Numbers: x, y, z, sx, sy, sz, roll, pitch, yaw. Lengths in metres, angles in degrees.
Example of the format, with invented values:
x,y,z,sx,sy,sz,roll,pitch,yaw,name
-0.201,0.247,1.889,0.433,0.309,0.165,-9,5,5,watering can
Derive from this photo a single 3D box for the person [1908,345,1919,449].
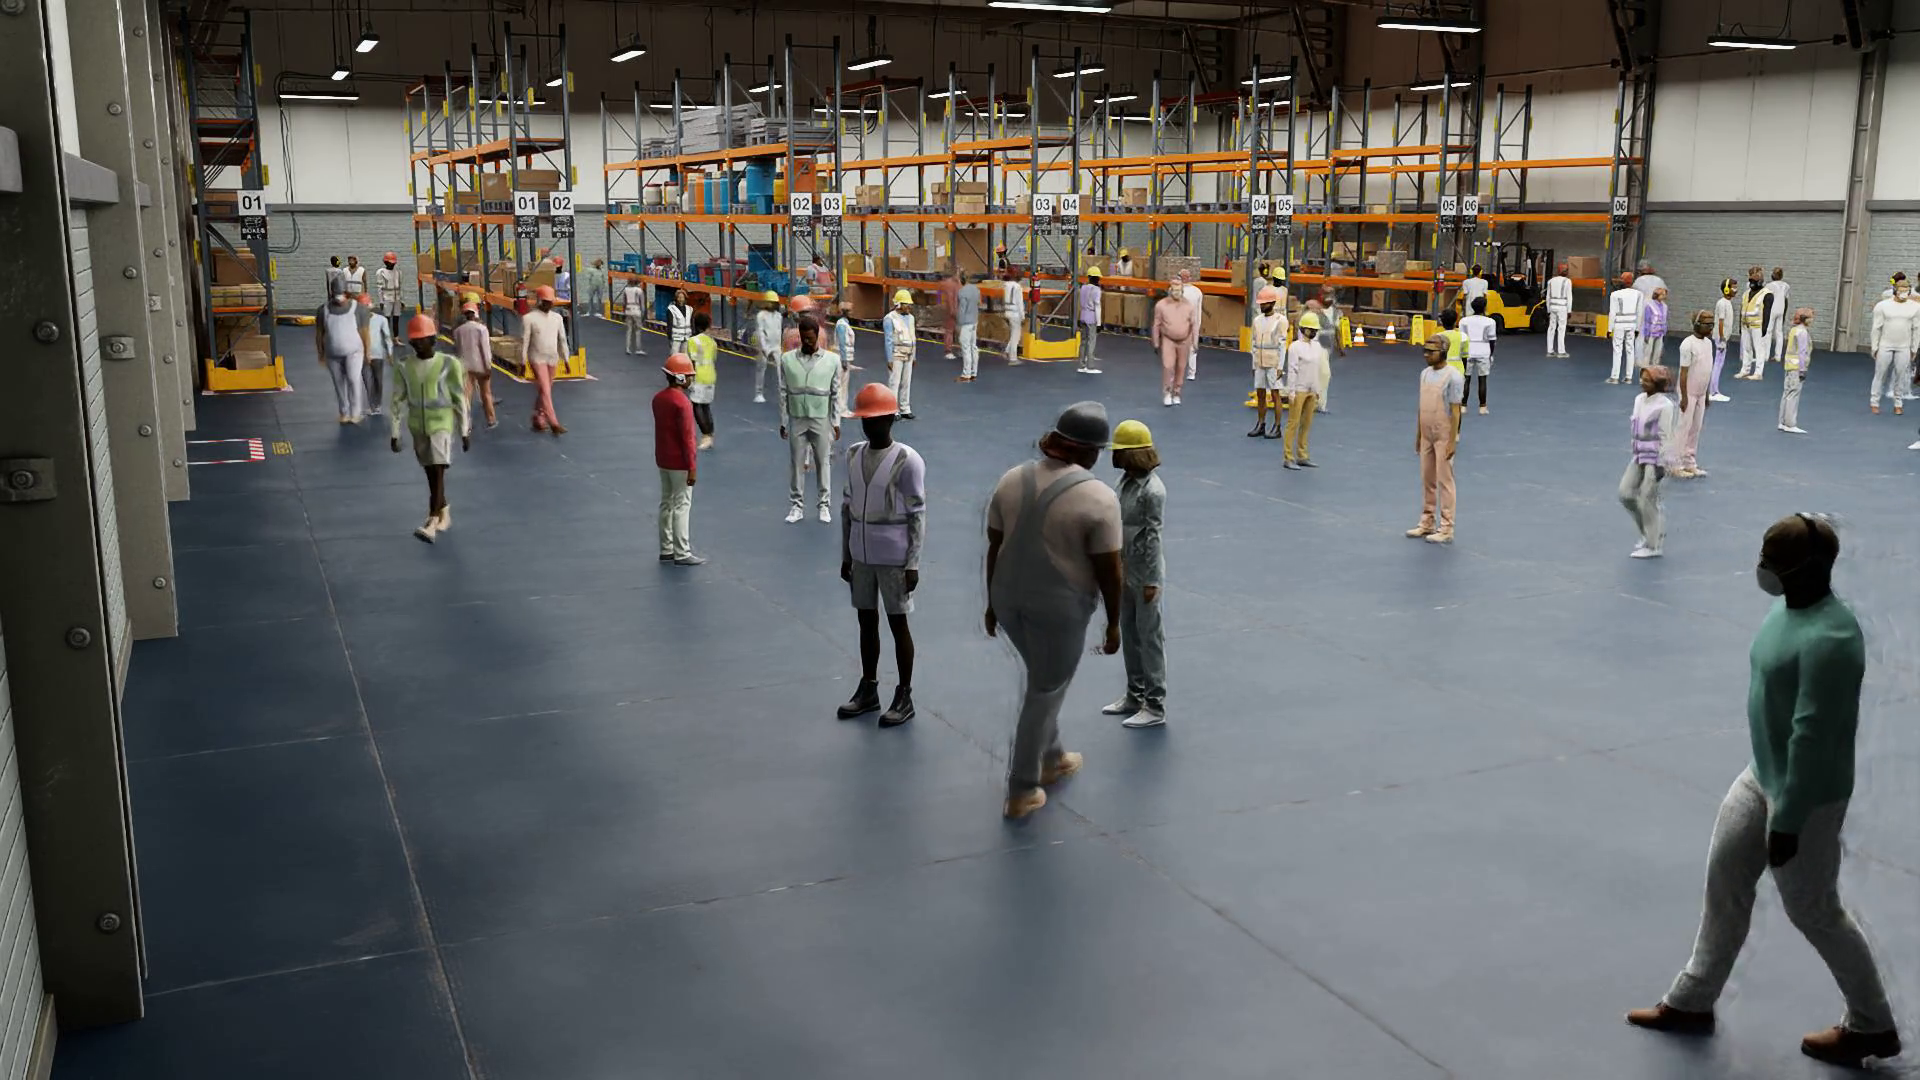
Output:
x,y,z,sx,sy,sz,roll,pitch,yaw,name
11.851,-2.017,20.120,0.397,1.911,0.588,-5,12,-22,person

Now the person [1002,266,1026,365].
x,y,z,sx,sy,sz,roll,pitch,yaw,name
1.067,-4.256,31.603,0.417,1.867,0.606,-4,12,-21,person

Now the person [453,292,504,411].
x,y,z,sx,sy,sz,roll,pitch,yaw,name
-7.067,-2.743,24.290,0.900,1.716,0.519,-10,15,-41,person

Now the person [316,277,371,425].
x,y,z,sx,sy,sz,roll,pitch,yaw,name
-8.388,-2.558,22.532,0.694,2.000,0.888,-1,11,-6,person

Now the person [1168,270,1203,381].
x,y,z,sx,sy,sz,roll,pitch,yaw,name
3.832,-3.683,28.594,0.639,1.909,0.409,-4,12,-18,person

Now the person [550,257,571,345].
x,y,z,sx,sy,sz,roll,pitch,yaw,name
-8.722,-5.195,36.221,0.542,1.927,0.374,-1,11,-7,person

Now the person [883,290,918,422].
x,y,z,sx,sy,sz,roll,pitch,yaw,name
-0.809,-2.538,22.986,0.403,1.824,0.594,8,14,36,person

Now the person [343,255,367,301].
x,y,z,sx,sy,sz,roll,pitch,yaw,name
-14.790,-6.037,40.706,0.569,1.843,0.374,1,11,3,person

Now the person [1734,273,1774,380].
x,y,z,sx,sy,sz,roll,pitch,yaw,name
13.774,-3.702,28.880,0.429,1.838,0.623,-4,12,-21,person

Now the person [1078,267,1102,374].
x,y,z,sx,sy,sz,roll,pitch,yaw,name
2.371,-3.957,29.973,0.402,1.917,0.583,-6,13,-29,person

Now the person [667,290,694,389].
x,y,z,sx,sy,sz,roll,pitch,yaw,name
-4.552,-3.259,27.122,0.315,1.636,0.515,11,16,44,person

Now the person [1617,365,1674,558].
x,y,z,sx,sy,sz,roll,pitch,yaw,name
5.739,-0.651,13.885,0.368,1.625,0.538,-1,11,-7,person

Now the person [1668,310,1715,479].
x,y,z,sx,sy,sz,roll,pitch,yaw,name
7.982,-1.580,18.098,0.501,1.839,0.341,-9,14,-38,person

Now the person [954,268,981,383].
x,y,z,sx,sy,sz,roll,pitch,yaw,name
0.113,-3.650,28.342,0.372,1.940,0.632,6,13,27,person

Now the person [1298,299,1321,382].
x,y,z,sx,sy,sz,roll,pitch,yaw,name
5.090,-2.650,24.021,0.512,1.640,0.311,-4,12,-18,person

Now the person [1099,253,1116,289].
x,y,z,sx,sy,sz,roll,pitch,yaw,name
3.983,-6.687,44.086,0.650,1.814,0.768,-8,14,-36,person

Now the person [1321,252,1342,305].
x,y,z,sx,sy,sz,roll,pitch,yaw,name
10.348,-7.107,46.279,0.599,1.798,0.882,-7,13,-31,person

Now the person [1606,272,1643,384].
x,y,z,sx,sy,sz,roll,pitch,yaw,name
11.219,-3.576,28.108,0.574,1.883,0.356,-1,11,-7,person

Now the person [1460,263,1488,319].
x,y,z,sx,sy,sz,roll,pitch,yaw,name
10.304,-4.604,33.367,0.536,1.869,0.314,1,11,6,person

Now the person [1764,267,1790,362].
x,y,z,sx,sy,sz,roll,pitch,yaw,name
15.777,-4.358,32.217,0.501,1.838,0.341,-2,11,-8,person

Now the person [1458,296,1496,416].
x,y,z,sx,sy,sz,roll,pitch,yaw,name
7.359,-2.624,23.742,0.536,1.696,0.321,5,12,26,person

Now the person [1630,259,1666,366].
x,y,z,sx,sy,sz,roll,pitch,yaw,name
12.924,-4.301,31.390,0.749,2.000,0.548,-2,11,-10,person

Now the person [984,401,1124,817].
x,y,z,sx,sy,sz,roll,pitch,yaw,name
0.500,0.284,8.088,0.687,2.000,0.892,10,15,42,person

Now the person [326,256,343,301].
x,y,z,sx,sy,sz,roll,pitch,yaw,name
-14.903,-5.856,39.762,0.510,1.861,0.327,4,12,19,person

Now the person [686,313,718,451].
x,y,z,sx,sy,sz,roll,pitch,yaw,name
-3.110,-1.936,20.344,0.471,1.660,0.628,5,12,25,person

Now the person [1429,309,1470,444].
x,y,z,sx,sy,sz,roll,pitch,yaw,name
6.086,-2.038,20.778,0.533,1.693,0.319,-1,11,-6,person

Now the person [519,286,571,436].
x,y,z,sx,sy,sz,roll,pitch,yaw,name
-5.400,-2.334,21.676,1.002,1.945,0.619,9,14,39,person

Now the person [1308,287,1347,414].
x,y,z,sx,sy,sz,roll,pitch,yaw,name
5.275,-2.727,23.964,0.554,1.812,0.655,-10,15,-41,person

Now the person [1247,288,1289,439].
x,y,z,sx,sy,sz,roll,pitch,yaw,name
3.931,-2.260,21.320,0.379,1.930,0.537,-9,14,-39,person

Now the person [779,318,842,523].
x,y,z,sx,sy,sz,roll,pitch,yaw,name
-1.396,-1.117,15.534,0.587,1.914,0.392,1,11,3,person

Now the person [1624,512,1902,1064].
x,y,z,sx,sy,sz,roll,pitch,yaw,name
2.825,0.857,5.612,0.892,1.921,0.645,2,11,10,person

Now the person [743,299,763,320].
x,y,z,sx,sy,sz,roll,pitch,yaw,name
-5.440,-6.864,44.565,1.019,1.995,0.611,6,13,27,person

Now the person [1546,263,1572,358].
x,y,z,sx,sy,sz,roll,pitch,yaw,name
11.997,-4.596,33.285,0.354,1.886,0.572,-7,13,-31,person
